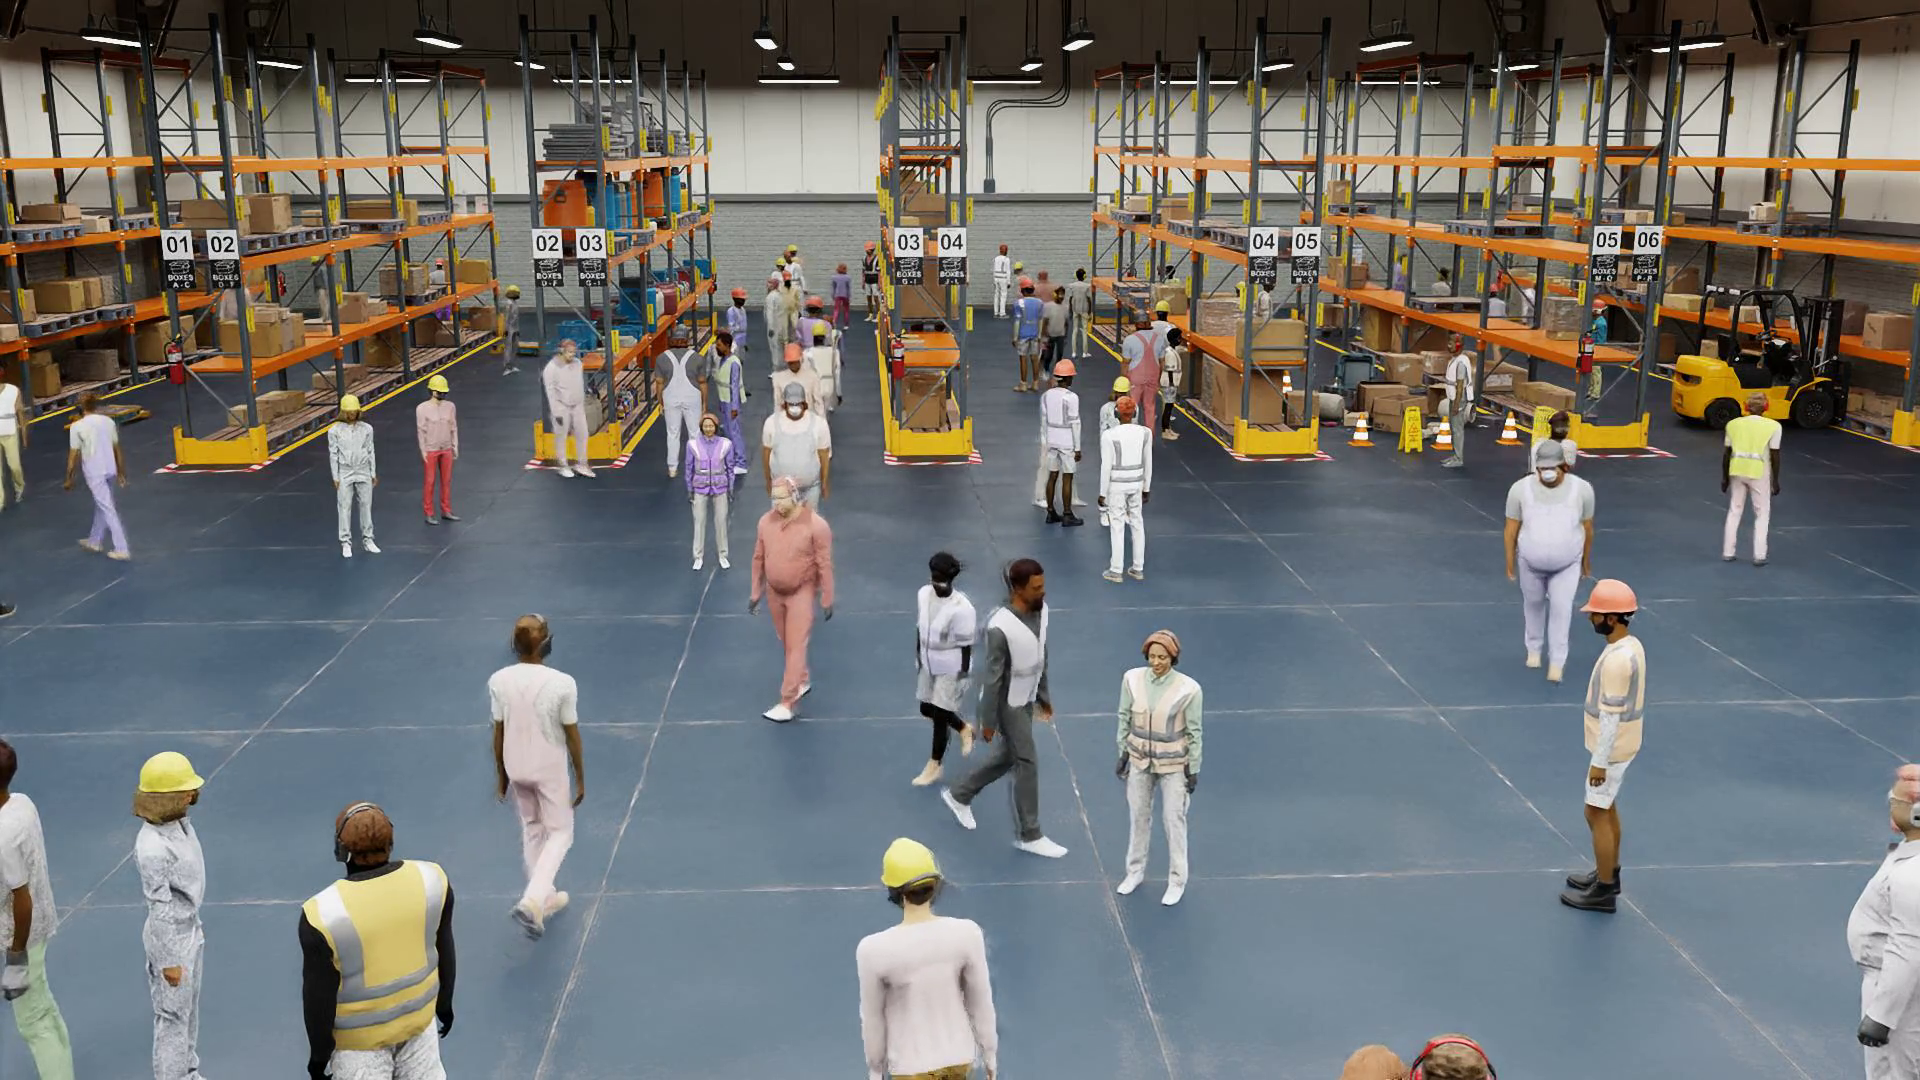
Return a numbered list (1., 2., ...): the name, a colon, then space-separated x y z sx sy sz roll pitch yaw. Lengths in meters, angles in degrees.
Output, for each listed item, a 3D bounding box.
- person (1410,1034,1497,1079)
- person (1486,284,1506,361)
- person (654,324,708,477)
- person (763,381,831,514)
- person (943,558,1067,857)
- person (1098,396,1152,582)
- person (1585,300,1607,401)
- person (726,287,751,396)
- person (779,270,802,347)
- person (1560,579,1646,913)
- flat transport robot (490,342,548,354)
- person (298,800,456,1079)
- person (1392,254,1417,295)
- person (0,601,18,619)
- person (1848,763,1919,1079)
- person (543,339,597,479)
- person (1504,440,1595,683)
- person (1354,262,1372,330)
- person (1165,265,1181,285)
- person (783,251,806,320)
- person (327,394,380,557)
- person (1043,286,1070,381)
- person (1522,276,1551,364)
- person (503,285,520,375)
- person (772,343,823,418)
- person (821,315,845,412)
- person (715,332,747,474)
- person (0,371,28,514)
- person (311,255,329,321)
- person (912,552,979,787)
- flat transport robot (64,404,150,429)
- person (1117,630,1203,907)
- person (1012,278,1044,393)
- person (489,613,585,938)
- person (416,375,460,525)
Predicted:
1. person: 1.428 2.295 4.989 0.563 1.836 0.385 3 14 12
2. person: 10.419 -4.165 32.640 0.587 1.706 0.910 -1 13 -4
3. person: -3.693 -1.861 22.152 0.688 2.000 0.536 -1 13 -4
4. person: -1.655 -0.622 16.900 0.697 2.000 0.542 0 13 -2
5. person: 0.275 1.001 10.373 0.845 1.888 0.597 7 15 26
6. person: 1.664 -0.514 16.782 0.583 1.882 0.337 -6 14 -23
7. person: 10.981 -3.279 28.773 0.329 1.751 0.567 3 14 11
8. person: -3.863 -3.455 29.123 0.377 1.938 0.547 4 14 18
9. person: -3.687 -4.923 35.775 0.590 1.731 0.519 -4 14 -15
10. person: 3.708 1.171 9.571 0.390 1.923 0.549 7 15 26
11. flat transport robot: -9.168 -4.070 35.303 1.431 0.197 0.652 2 14 10
12. person: -2.296 1.912 6.595 0.429 1.841 0.633 12 18 42
13. person: 10.767 -5.976 40.079 0.626 1.807 0.827 -12 18 -41
14. person: -9.233 -0.193 15.320 0.658 1.932 0.539 2 13 6
15. person: 3.841 1.826 6.815 0.410 1.910 0.640 12 18 41
16. person: -5.126 -1.714 21.902 0.745 1.862 0.666 11 17 38
17. person: 4.827 0.132 13.707 0.696 2.000 0.885 5 14 22
18. person: 9.684 -5.866 39.987 0.509 1.632 0.267 -10 16 -35
19. person: 4.802 -5.430 38.002 0.533 1.698 0.322 12 18 42
20. person: -4.073 -6.143 40.682 0.596 1.855 0.498 11 17 38
21. person: -6.500 -0.697 17.854 0.487 1.745 0.292 -10 17 -37
22. person: 1.747 -3.767 30.645 0.537 1.844 0.580 -4 14 -16
23. person: 11.699 -4.454 33.610 0.626 1.813 0.657 -1 13 -5
24. person: -8.707 -4.064 32.223 0.347 1.699 0.659 0 13 -1
25. person: -2.010 -1.469 20.638 0.630 1.970 0.525 -1 13 -4
26. person: -2.187 -2.951 27.728 0.520 1.592 0.853 0 13 -1
27. person: -3.078 -1.837 22.343 0.382 1.911 0.593 -7 15 -26
28. person: -11.608 -1.266 20.139 0.578 1.824 0.826 -5 14 -22
29. person: -15.880 -6.233 41.275 0.536 1.762 0.341 13 18 43
30. person: -0.068 0.856 11.432 0.586 1.659 0.562 -12 18 -42
31. flat transport robot: -13.510 -1.957 26.348 0.652 0.197 1.431 0 13 0
32. person: 1.156 1.305 9.627 0.519 1.633 0.313 8 16 31
33. person: 1.197 -3.665 29.791 0.610 2.043 0.375 -8 16 -31
34. person: -2.357 1.313 9.171 0.516 1.825 0.665 3 14 12
35. person: -6.050 -1.050 19.347 0.374 1.752 0.516 11 17 39
